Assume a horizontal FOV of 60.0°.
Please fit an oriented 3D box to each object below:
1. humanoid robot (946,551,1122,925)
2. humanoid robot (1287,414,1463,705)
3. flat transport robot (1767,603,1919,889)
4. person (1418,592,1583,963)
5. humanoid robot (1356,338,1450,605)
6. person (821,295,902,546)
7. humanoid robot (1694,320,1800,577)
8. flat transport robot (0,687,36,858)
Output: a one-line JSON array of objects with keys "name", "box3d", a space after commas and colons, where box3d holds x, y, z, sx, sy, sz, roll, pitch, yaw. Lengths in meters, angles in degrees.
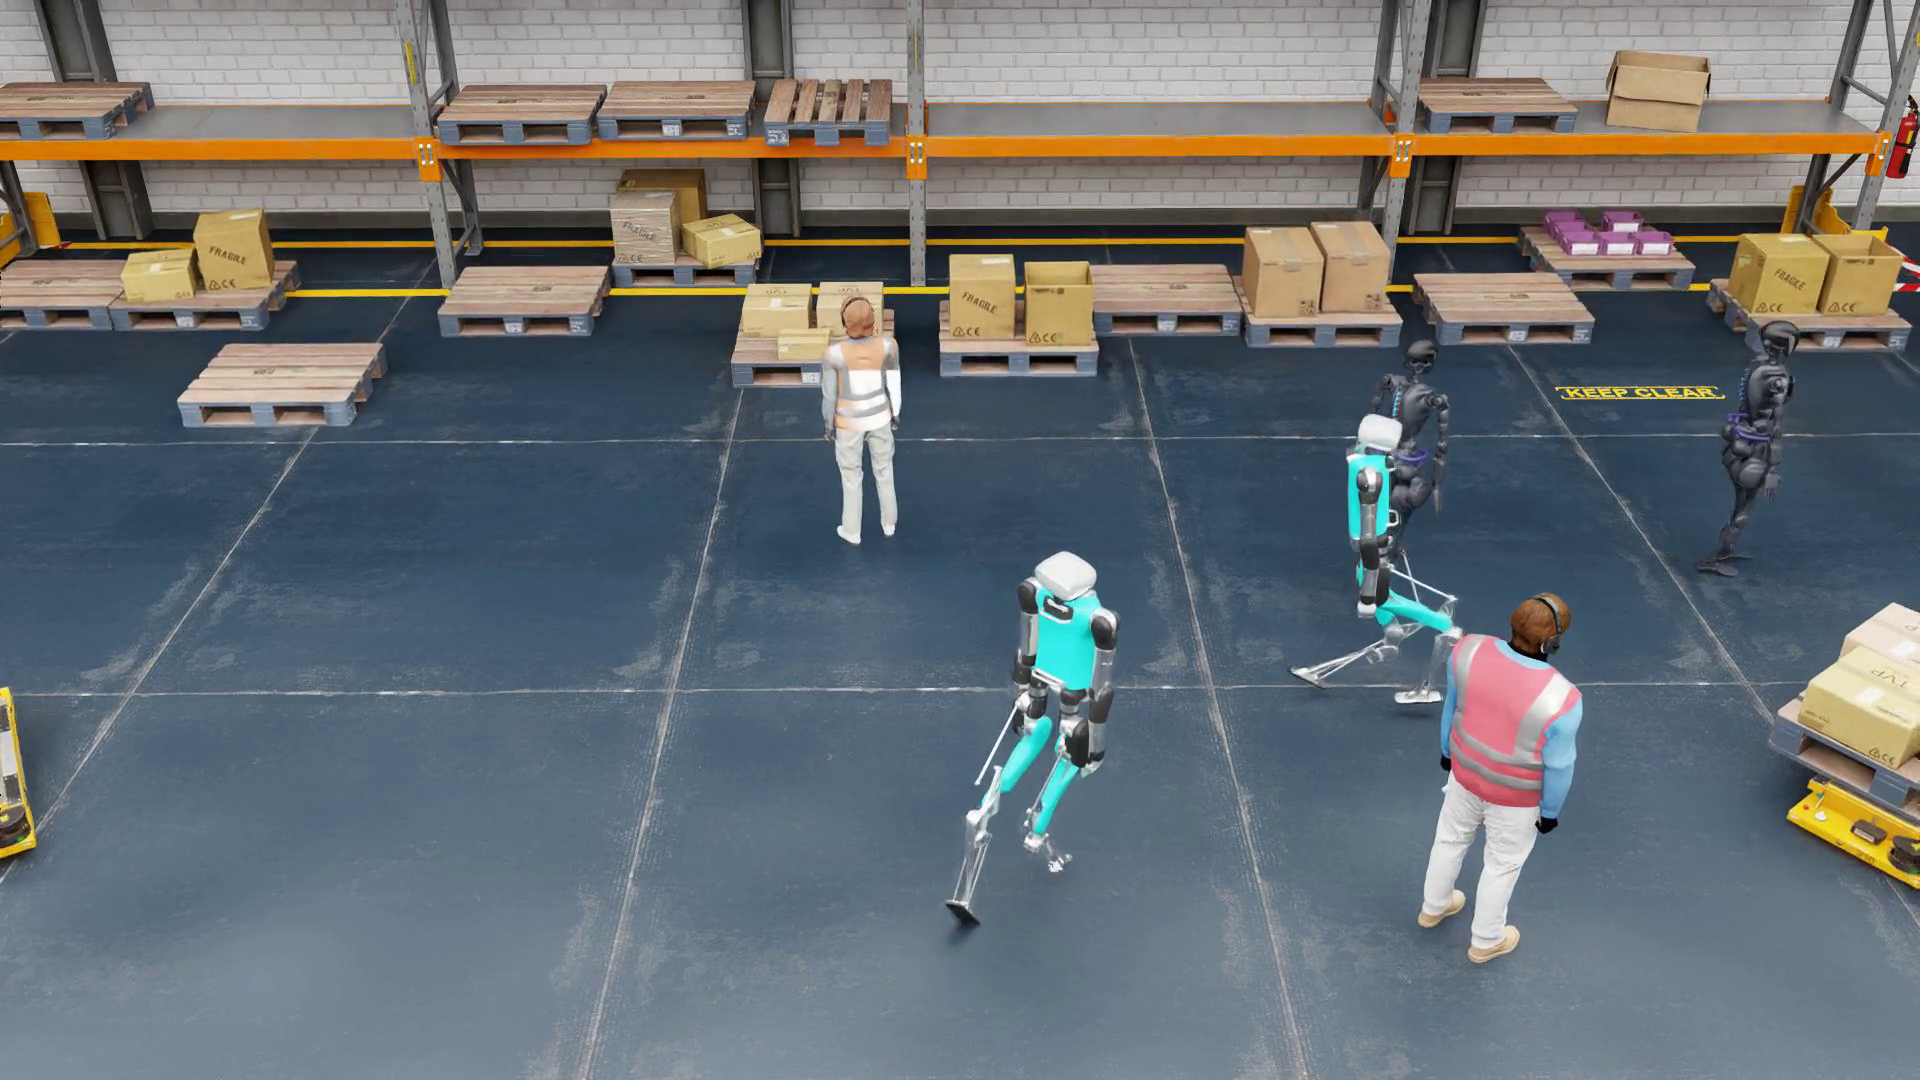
[{"name": "humanoid robot", "box3d": [0.241, 0.974, 7.384, 0.536, 1.765, 0.940, 25, 39, 35]}, {"name": "humanoid robot", "box3d": [2.316, 0.178, 8.709, 1.048, 1.736, 0.541, 6, 31, 9]}, {"name": "flat transport robot", "box3d": [4.854, 1.225, 8.371, 1.431, 0.231, 0.659, -22, 38, -32]}, {"name": "person", "box3d": [2.344, 1.020, 7.201, 0.431, 1.836, 0.629, -23, 38, -33]}, {"name": "humanoid robot", "box3d": [2.631, -0.431, 9.782, 0.708, 1.630, 0.598, -23, 38, -33]}, {"name": "person", "box3d": [-0.604, -0.731, 10.295, 0.521, 1.638, 0.308, -12, 33, -19]}, {"name": "humanoid robot", "box3d": [4.765, -0.536, 9.935, 0.422, 1.644, 0.603, 3, 31, 5]}, {"name": "flat transport robot", "box3d": [-5.119, 1.199, 8.415, 0.659, 0.231, 1.431, -17, 35, -26]}]
